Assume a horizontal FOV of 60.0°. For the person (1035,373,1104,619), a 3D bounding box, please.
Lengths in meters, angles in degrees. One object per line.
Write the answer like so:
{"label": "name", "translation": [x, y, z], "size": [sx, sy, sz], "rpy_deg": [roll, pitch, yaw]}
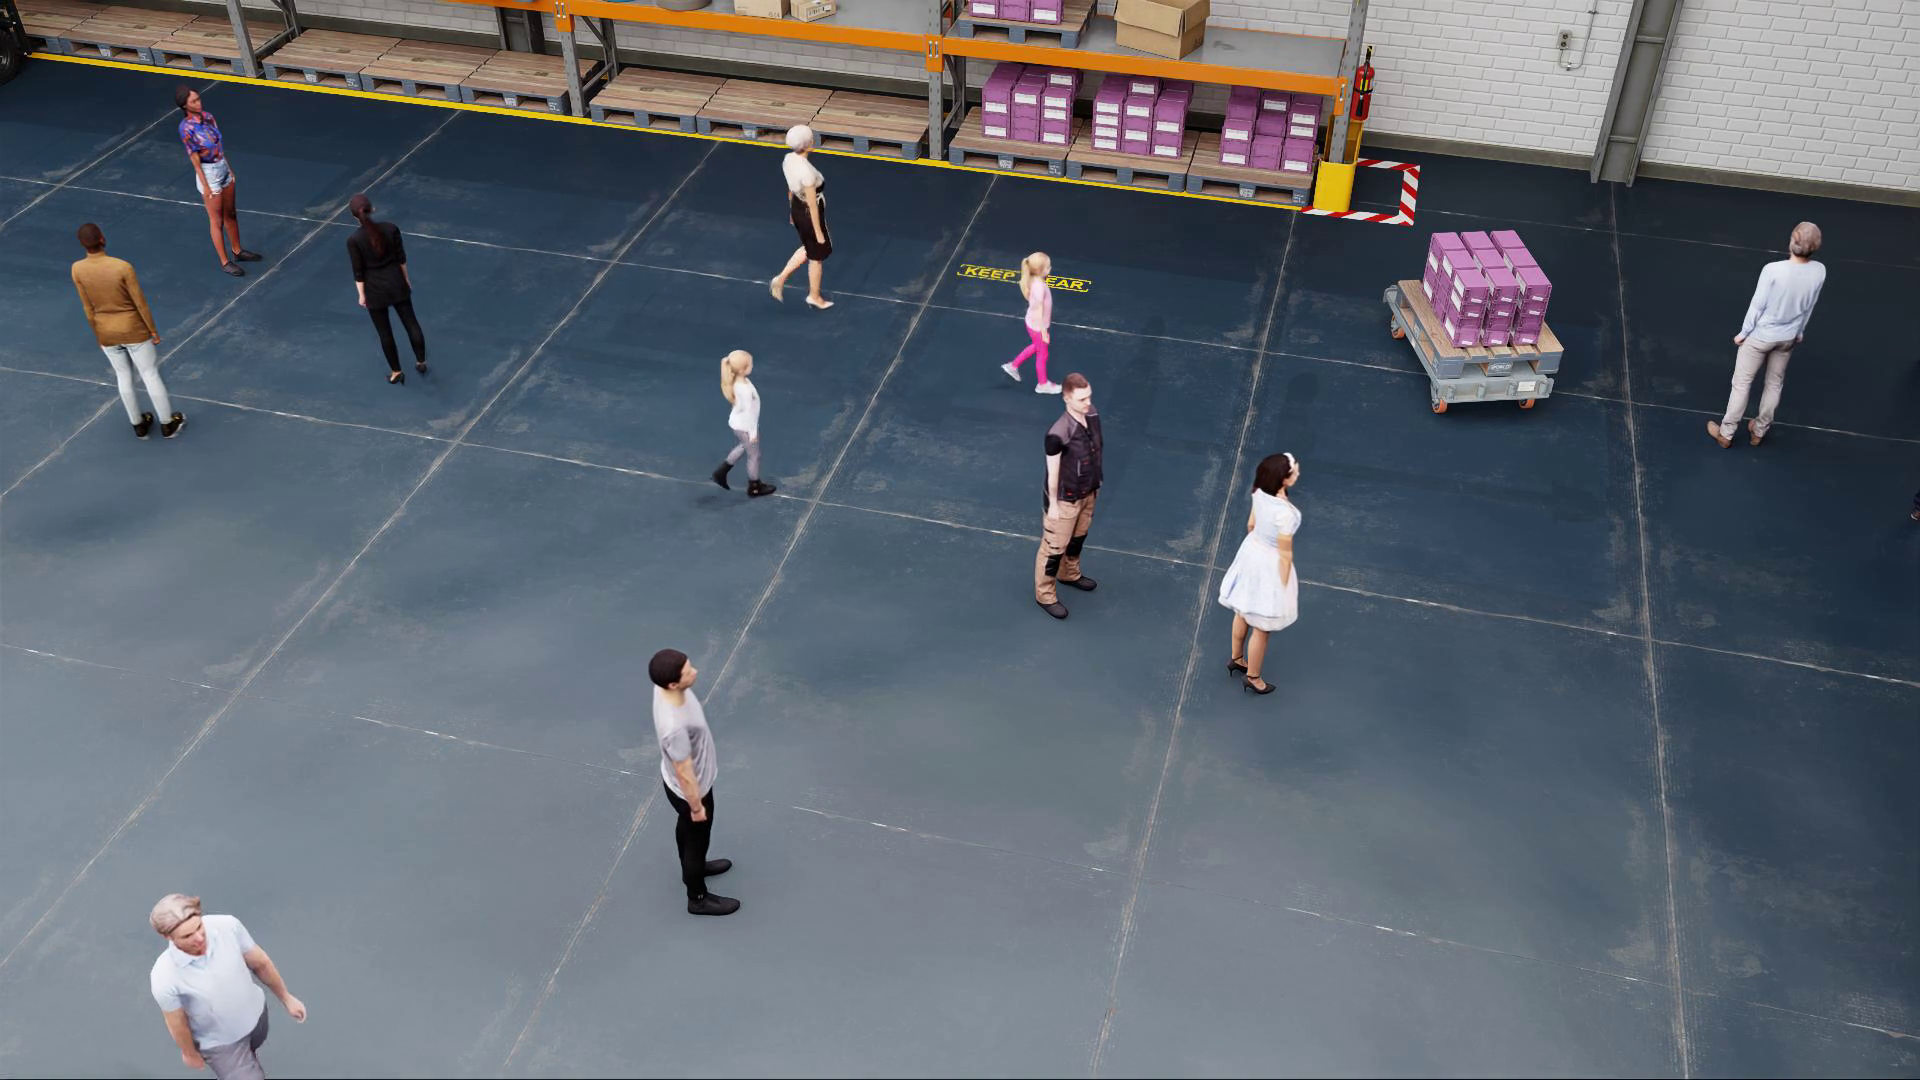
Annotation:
{"label": "person", "translation": [0.735, -0.345, 11.156], "size": [0.728, 1.841, 0.762], "rpy_deg": [25, 45, 28]}

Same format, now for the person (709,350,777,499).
{"label": "person", "translation": [-1.644, -0.832, 12.222], "size": [0.785, 1.271, 0.710], "rpy_deg": [-17, 42, -20]}

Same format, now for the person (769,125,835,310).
{"label": "person", "translation": [-1.377, -2.694, 14.176], "size": [0.965, 1.743, 0.883], "rpy_deg": [-15, 41, -18]}

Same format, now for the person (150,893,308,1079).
{"label": "person", "translation": [-3.541, 2.260, 7.936], "size": [1.177, 1.788, 0.779], "rpy_deg": [16, 41, 19]}

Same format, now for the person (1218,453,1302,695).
{"label": "person", "translation": [1.922, 0.210, 10.481], "size": [0.896, 1.816, 0.849], "rpy_deg": [-13, 40, -15]}

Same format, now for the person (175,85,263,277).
{"label": "person", "translation": [-6.661, -3.226, 14.842], "size": [0.521, 1.743, 0.597], "rpy_deg": [7, 39, 9]}

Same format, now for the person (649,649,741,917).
{"label": "person", "translation": [-1.493, 1.305, 9.072], "size": [0.736, 1.863, 0.742], "rpy_deg": [-10, 40, -12]}

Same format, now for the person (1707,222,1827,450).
{"label": "person", "translation": [6.162, -1.545, 12.616], "size": [0.616, 1.894, 0.787], "rpy_deg": [-1, 39, -1]}

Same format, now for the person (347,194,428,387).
{"label": "person", "translation": [-4.621, -2.004, 13.379], "size": [0.690, 1.660, 0.718], "rpy_deg": [-29, 47, -31]}

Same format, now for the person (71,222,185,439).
{"label": "person", "translation": [-6.416, -1.591, 12.736], "size": [0.632, 1.817, 0.756], "rpy_deg": [-6, 39, -7]}

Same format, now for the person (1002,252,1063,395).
{"label": "person", "translation": [0.584, -1.739, 13.364], "size": [0.784, 1.264, 0.607], "rpy_deg": [0, 39, 0]}
